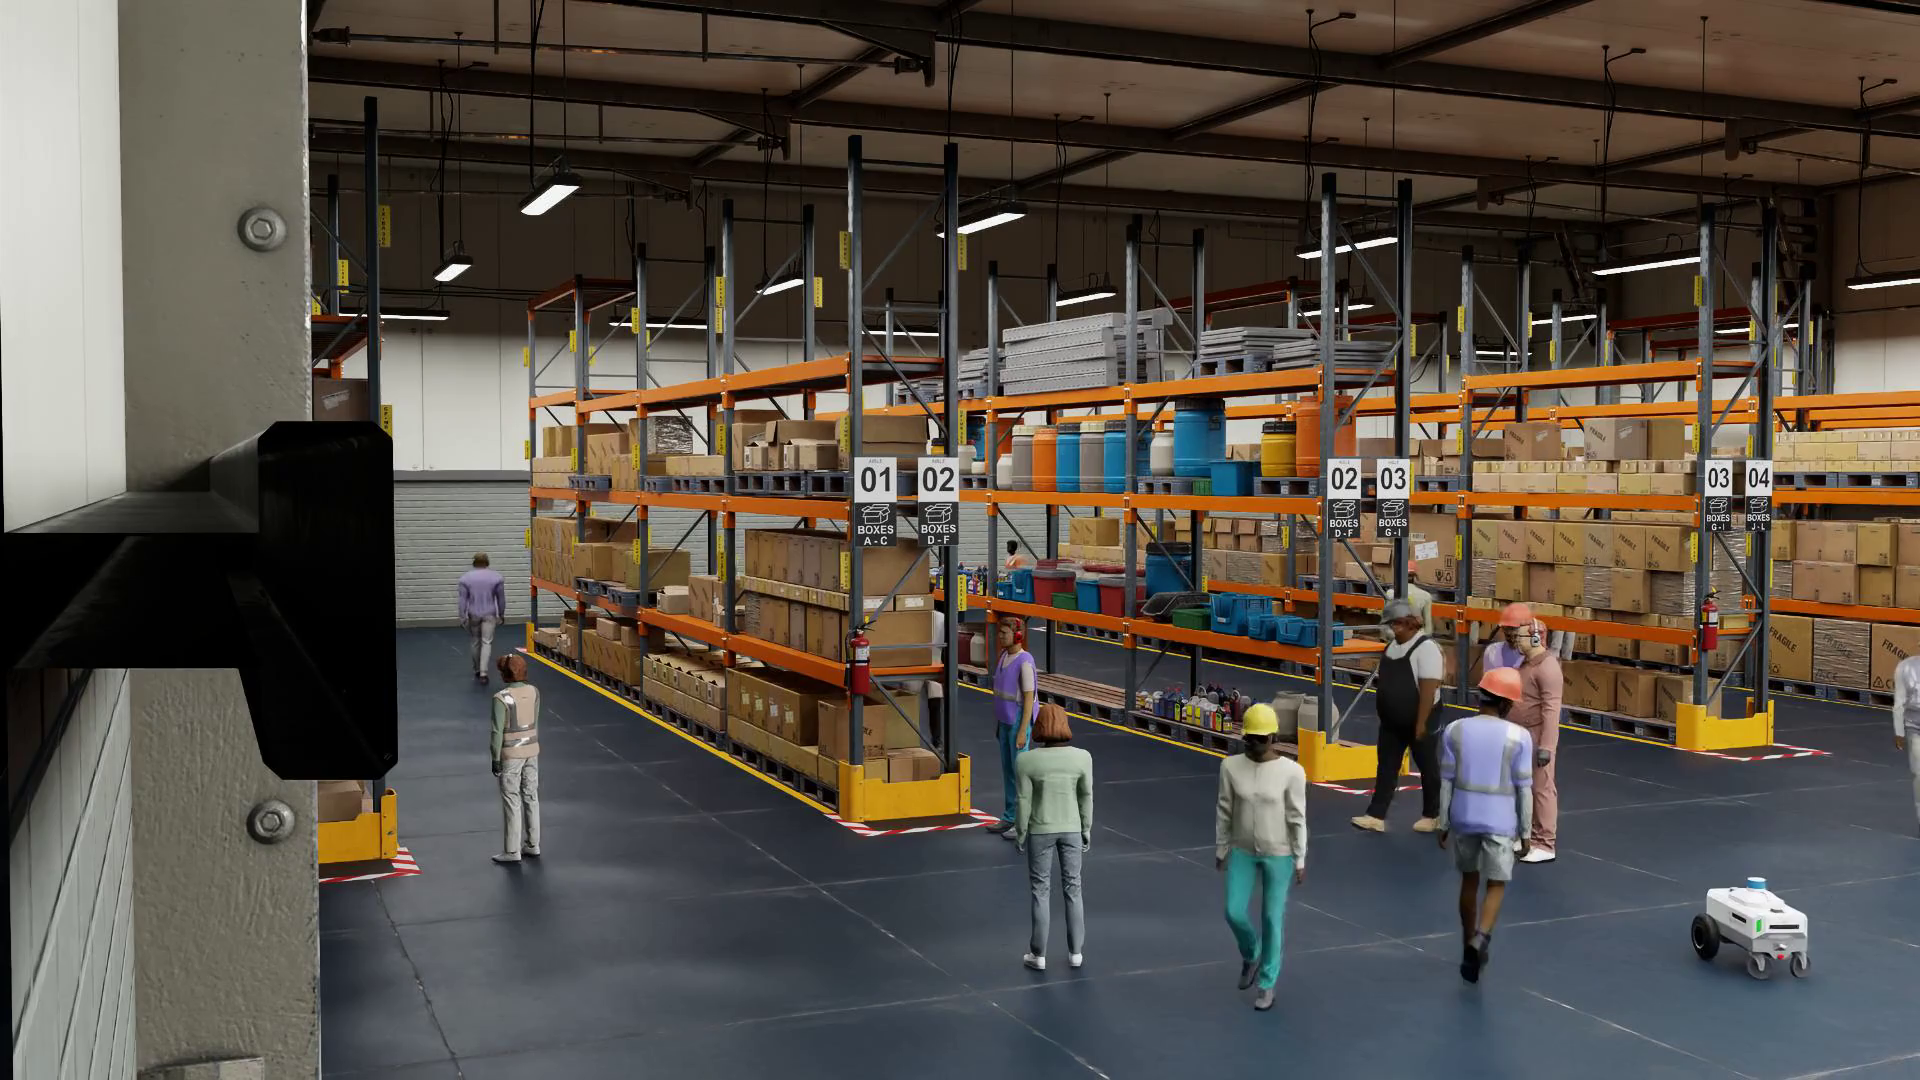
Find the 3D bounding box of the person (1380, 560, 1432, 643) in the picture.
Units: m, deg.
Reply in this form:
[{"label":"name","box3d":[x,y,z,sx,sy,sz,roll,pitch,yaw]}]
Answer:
[{"label":"person","box3d":[5.626,1.234,22.476,0.610,1.961,0.889,0,2,-5]}]

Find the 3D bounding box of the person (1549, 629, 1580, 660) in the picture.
[{"label":"person","box3d":[8.553,1.159,25.338,0.581,1.882,0.339,-1,2,-24]}]

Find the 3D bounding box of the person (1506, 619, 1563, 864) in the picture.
[{"label":"person","box3d":[4.522,1.575,14.175,0.401,1.910,0.641,0,2,1]}]

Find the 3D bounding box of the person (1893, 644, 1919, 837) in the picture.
[{"label":"person","box3d":[8.163,1.589,15.049,0.594,1.819,0.409,1,2,23]}]

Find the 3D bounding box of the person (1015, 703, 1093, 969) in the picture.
[{"label":"person","box3d":[0.580,1.827,11.102,0.500,1.635,0.287,0,2,-11]}]

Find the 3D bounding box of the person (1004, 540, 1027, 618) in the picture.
[{"label":"person","box3d":[1.119,0.832,36.502,0.540,1.682,0.540,-1,3,-31]}]

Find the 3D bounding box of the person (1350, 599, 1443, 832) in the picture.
[{"label":"person","box3d":[3.742,1.492,15.190,0.920,2.000,0.693,-1,3,-30]}]

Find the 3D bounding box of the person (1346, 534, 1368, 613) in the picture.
[{"label":"person","box3d":[6.935,0.855,31.480,0.618,2.022,0.616,-1,2,-14]}]

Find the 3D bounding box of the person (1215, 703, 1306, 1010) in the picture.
[{"label":"person","box3d":[1.724,1.803,10.285,0.551,1.751,0.390,1,2,25]}]

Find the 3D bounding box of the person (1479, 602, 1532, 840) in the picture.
[{"label":"person","box3d":[4.639,1.502,14.802,0.889,2.013,0.607,-2,3,-36]}]

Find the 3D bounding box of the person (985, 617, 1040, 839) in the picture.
[{"label":"person","box3d":[0.467,1.568,15.117,0.390,1.848,0.565,-1,2,-21]}]

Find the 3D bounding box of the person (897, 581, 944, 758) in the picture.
[{"label":"person","box3d":[-0.398,1.380,19.208,0.611,1.913,1.033,-1,2,-19]}]

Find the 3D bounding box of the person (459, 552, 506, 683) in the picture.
[{"label":"person","box3d":[-6.986,1.122,26.248,0.639,1.882,1.026,0,2,-7]}]

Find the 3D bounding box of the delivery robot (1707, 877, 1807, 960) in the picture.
[{"label":"delivery robot","box3d":[4.924,2.335,11.081,0.477,0.478,0.707,0,2,-3]}]

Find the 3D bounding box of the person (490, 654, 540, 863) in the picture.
[{"label":"person","box3d":[-3.508,1.714,14.152,0.315,1.629,0.508,1,3,29]}]

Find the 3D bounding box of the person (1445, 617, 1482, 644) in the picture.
[{"label":"person","box3d":[7.417,1.147,26.528,0.652,1.819,0.677,-1,2,-15]}]

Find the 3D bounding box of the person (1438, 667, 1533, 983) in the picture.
[{"label":"person","box3d":[3.158,1.713,10.831,0.566,1.900,0.806,1,3,30]}]

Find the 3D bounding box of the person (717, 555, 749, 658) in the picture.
[{"label":"person","box3d":[-3.493,1.109,27.658,0.629,1.798,0.824,-2,3,-35]}]
